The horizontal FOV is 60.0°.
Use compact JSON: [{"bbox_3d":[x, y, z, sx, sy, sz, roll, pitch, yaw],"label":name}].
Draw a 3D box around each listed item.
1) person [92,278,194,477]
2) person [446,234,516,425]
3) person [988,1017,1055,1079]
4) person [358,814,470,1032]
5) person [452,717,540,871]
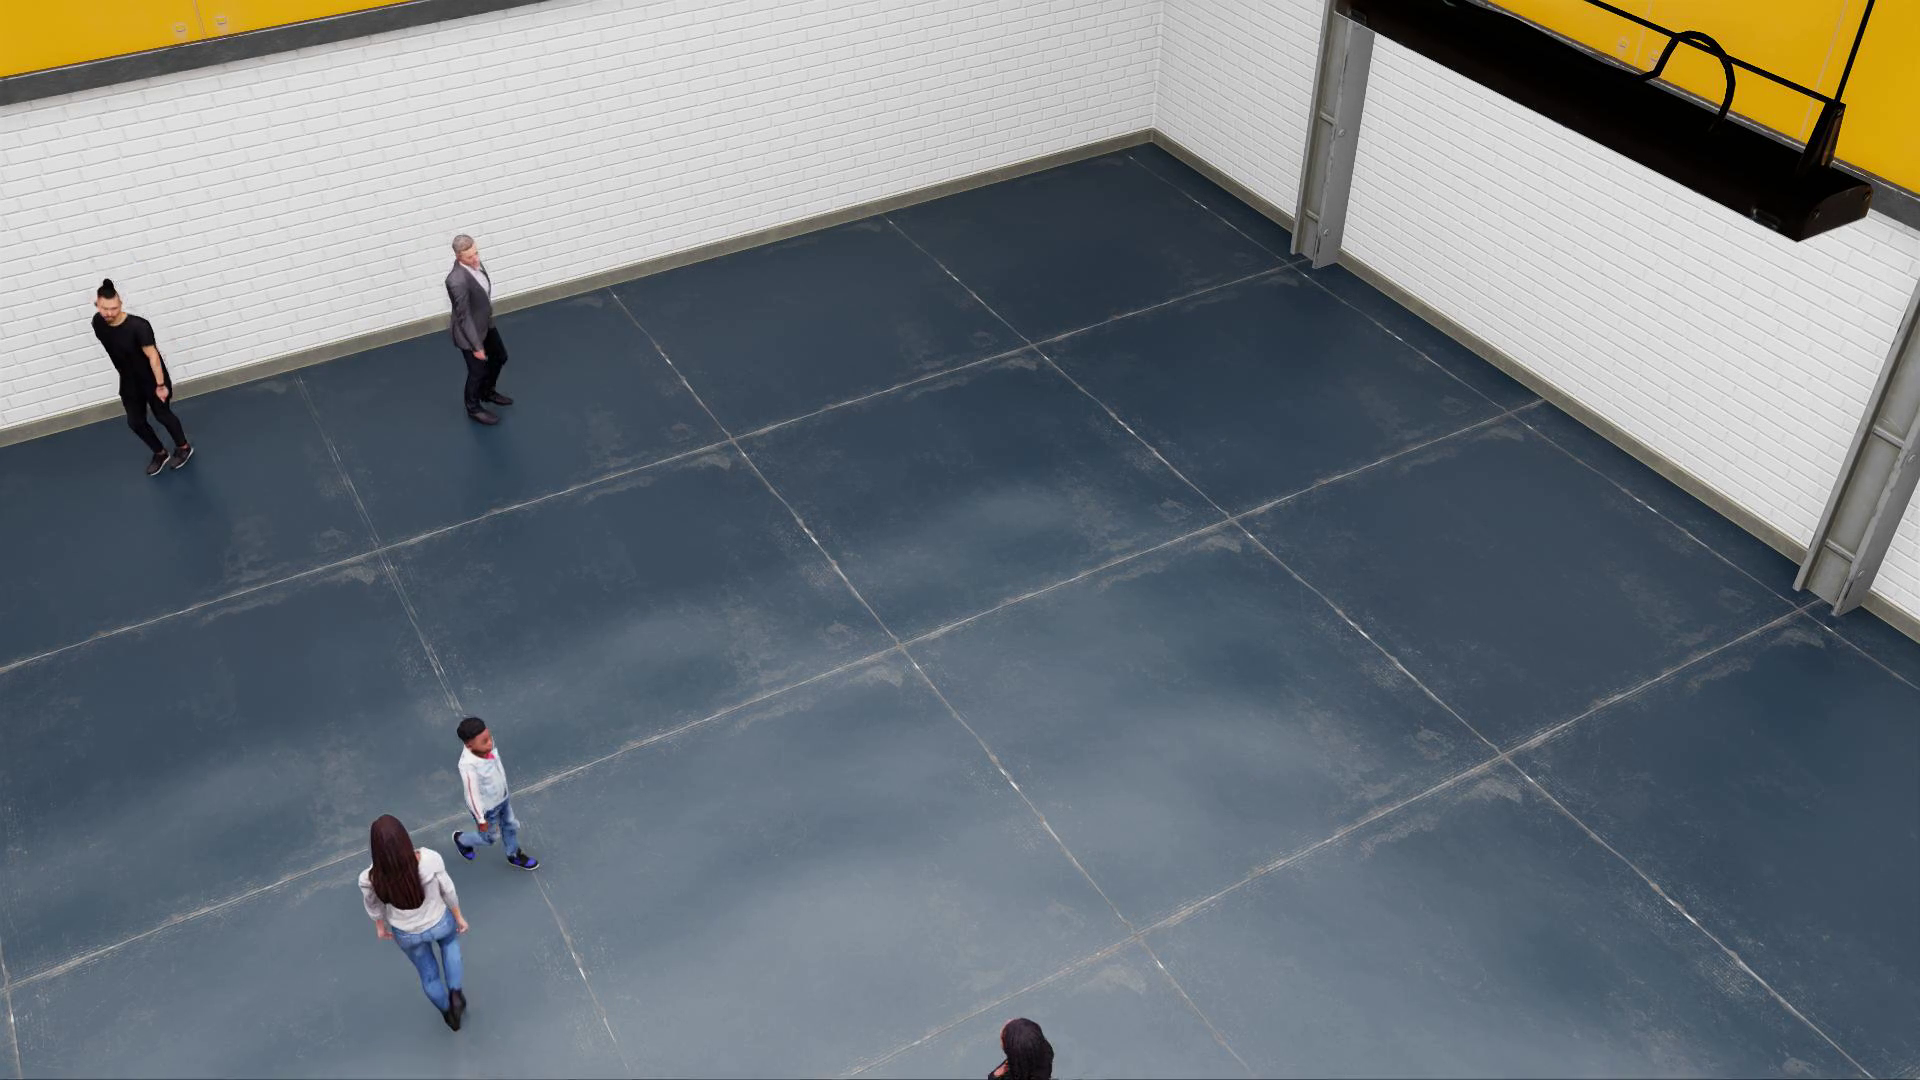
[{"bbox_3d":[-6.498,-1.338,13.244,0.854,1.832,0.906,12,40,14],"label":"person"},{"bbox_3d":[-4.066,-1.762,13.798,0.932,1.804,0.838,-3,39,-4],"label":"person"},{"bbox_3d":[0.359,2.915,8.041,1.220,1.679,0.925,25,45,28],"label":"person"},{"bbox_3d":[-2.905,2.155,9.040,0.648,1.621,0.569,-16,41,-19],"label":"person"},{"bbox_3d":[-2.911,1.542,10.107,0.818,1.248,0.735,12,40,14],"label":"person"}]
